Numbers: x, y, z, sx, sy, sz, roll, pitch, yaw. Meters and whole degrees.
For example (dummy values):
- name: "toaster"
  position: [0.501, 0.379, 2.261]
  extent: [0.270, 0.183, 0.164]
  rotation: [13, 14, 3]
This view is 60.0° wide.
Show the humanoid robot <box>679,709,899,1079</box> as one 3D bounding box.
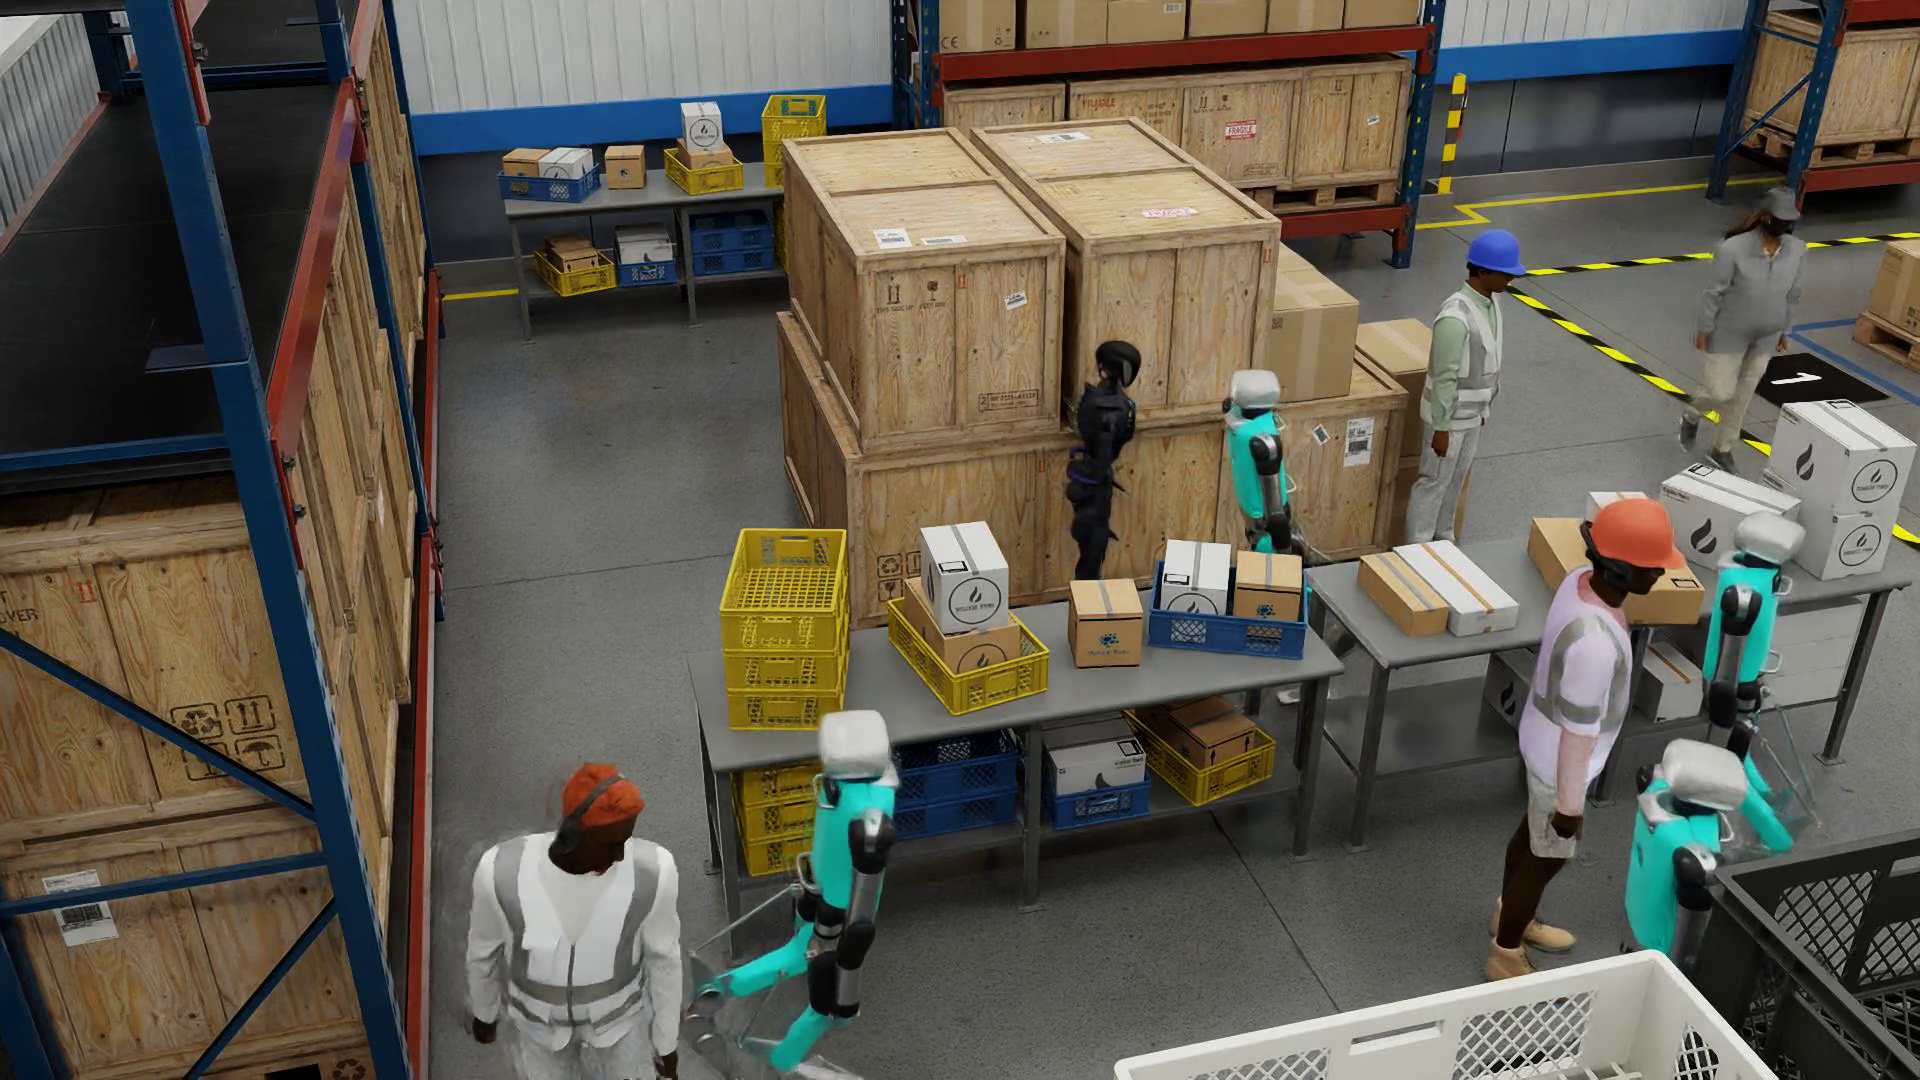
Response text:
- name: "humanoid robot"
  position: [-0.528, 1.308, 5.220]
  extent: [0.996, 1.739, 0.557]
  rotation: [-7, 30, -12]

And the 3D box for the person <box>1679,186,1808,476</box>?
- name: "person"
  position: [4.624, -1.231, 9.796]
  extent: [0.585, 1.753, 0.432]
  rotation: [-4, 29, -7]

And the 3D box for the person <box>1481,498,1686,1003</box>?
- name: "person"
  position: [2.195, 0.758, 5.921]
  extent: [0.403, 2.035, 0.599]
  rotation: [8, 30, 14]

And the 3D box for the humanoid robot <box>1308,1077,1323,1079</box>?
- name: "humanoid robot"
  position: [0.922, 1.900, 4.236]
  extent: [0.519, 1.640, 0.601]
  rotation: [-5, 29, -9]

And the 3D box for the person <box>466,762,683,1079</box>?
- name: "person"
  position: [-1.168, 1.415, 4.920]
  extent: [0.731, 1.857, 0.351]
  rotation: [-2, 29, -4]

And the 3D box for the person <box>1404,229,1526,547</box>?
- name: "person"
  position: [2.590, -0.673, 8.611]
  extent: [0.411, 1.939, 0.602]
  rotation: [20, 35, 32]

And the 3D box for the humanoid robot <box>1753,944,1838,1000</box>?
- name: "humanoid robot"
  position: [2.047, 1.736, 4.505]
  extent: [0.312, 1.649, 0.609]
  rotation: [23, 36, 35]

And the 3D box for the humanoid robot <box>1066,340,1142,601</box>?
- name: "humanoid robot"
  position: [0.663, -0.224, 8.065]
  extent: [0.356, 1.641, 0.610]
  rotation: [2, 29, 3]

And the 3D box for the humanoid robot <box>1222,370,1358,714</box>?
- name: "humanoid robot"
  position: [1.552, 0.061, 7.501]
  extent: [0.849, 1.768, 0.530]
  rotation: [-4, 29, -7]

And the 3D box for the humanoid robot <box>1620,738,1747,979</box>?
- name: "humanoid robot"
  position: [2.272, 1.411, 5.056]
  extent: [0.667, 1.816, 0.543]
  rotation: [3, 29, 5]

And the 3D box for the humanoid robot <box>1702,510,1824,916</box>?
- name: "humanoid robot"
  position: [3.018, 0.781, 6.200]
  extent: [0.663, 1.815, 0.540]
  rotation: [16, 33, 27]
